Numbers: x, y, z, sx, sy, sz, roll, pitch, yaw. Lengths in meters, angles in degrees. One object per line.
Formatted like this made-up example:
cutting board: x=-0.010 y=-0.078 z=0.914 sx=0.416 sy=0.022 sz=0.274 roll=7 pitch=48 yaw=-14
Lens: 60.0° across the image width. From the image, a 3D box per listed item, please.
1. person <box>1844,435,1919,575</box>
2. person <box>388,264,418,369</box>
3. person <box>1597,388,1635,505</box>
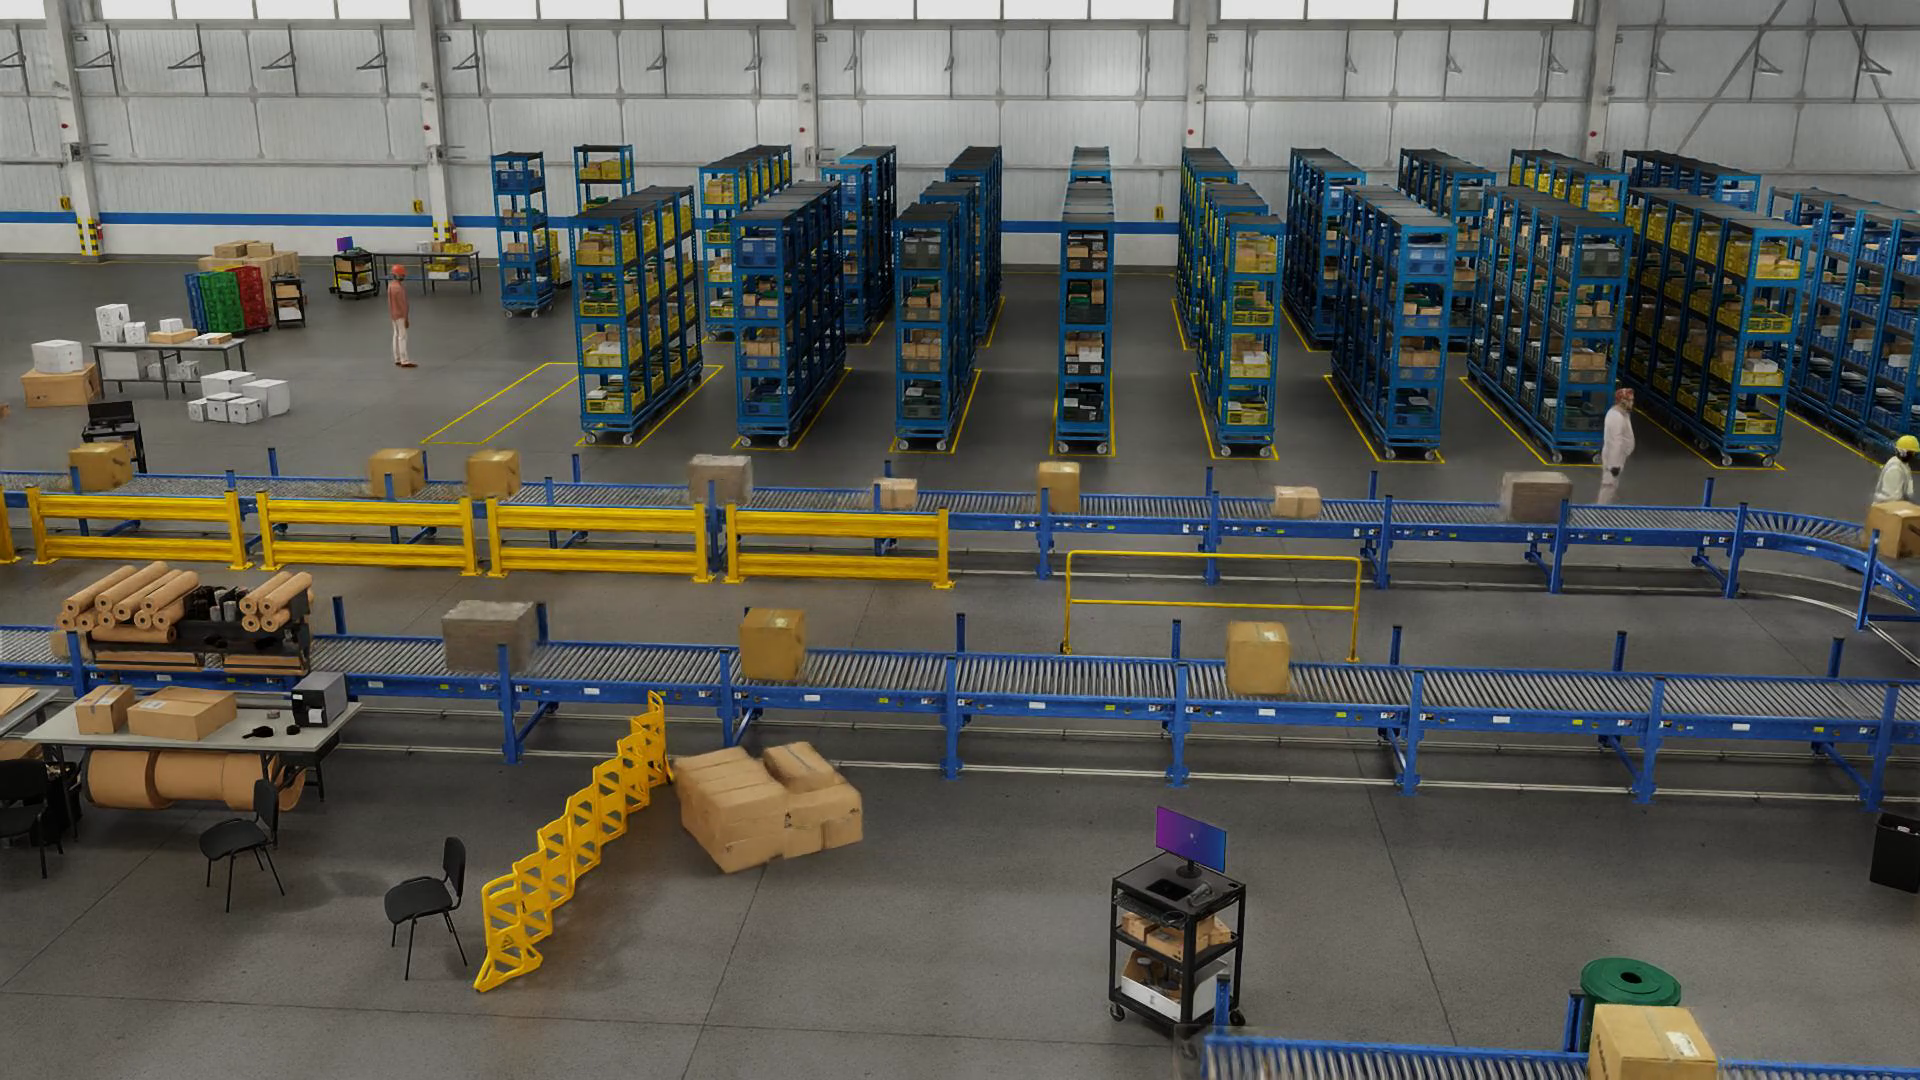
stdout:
person: x=11.163 y=-0.384 z=19.859 sx=0.930 sy=1.781 sz=0.612 roll=13 pitch=22 yaw=35
person: x=-10.722 y=-4.287 z=31.900 sx=0.393 sy=1.990 sz=0.617 roll=-14 pitch=22 yaw=-37
person: x=8.616 y=-1.064 z=21.817 sx=0.403 sy=1.906 sz=0.652 roll=6 pitch=18 yaw=18
